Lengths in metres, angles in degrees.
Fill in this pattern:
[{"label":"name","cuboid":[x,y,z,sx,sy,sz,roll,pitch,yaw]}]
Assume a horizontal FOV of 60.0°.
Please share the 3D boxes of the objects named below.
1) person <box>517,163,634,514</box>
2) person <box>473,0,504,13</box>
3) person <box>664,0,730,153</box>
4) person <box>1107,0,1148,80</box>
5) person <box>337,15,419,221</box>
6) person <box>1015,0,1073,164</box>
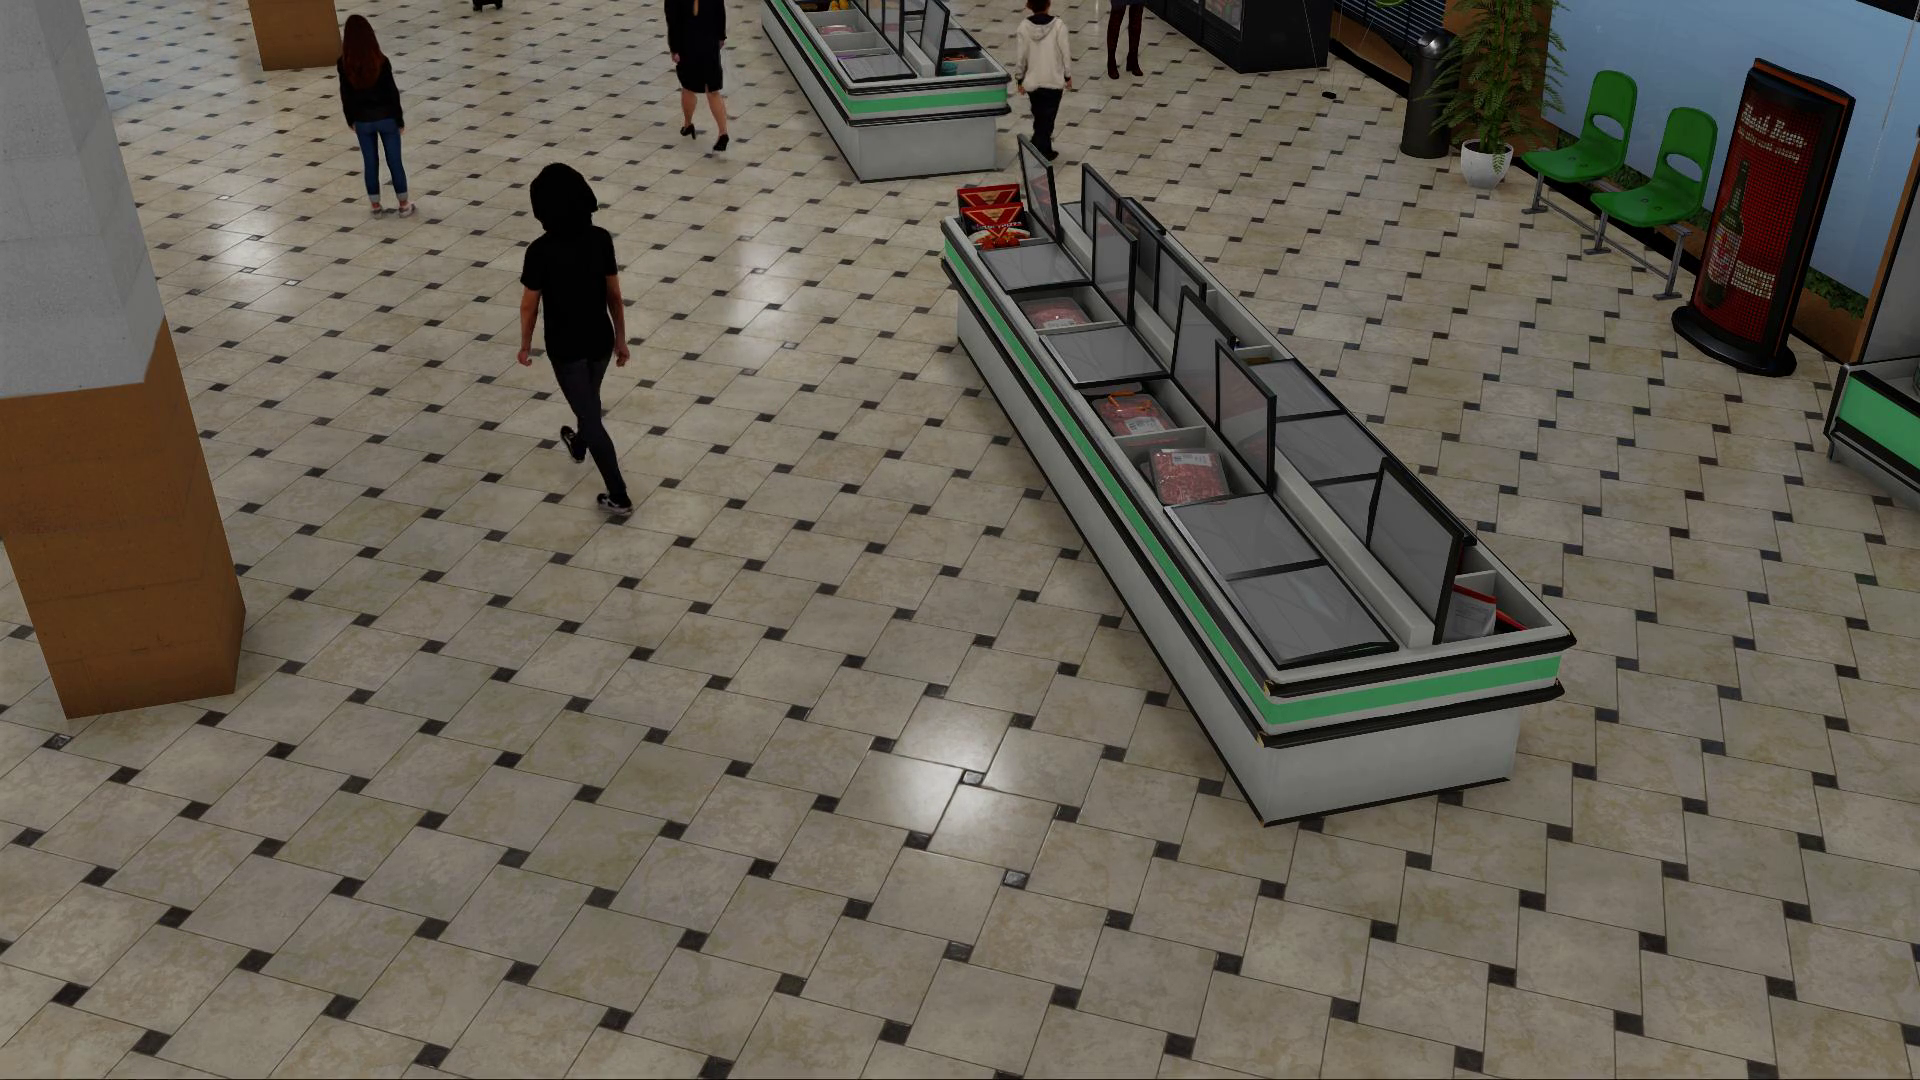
[{"label":"person","cuboid":[-1.891,-0.964,8.419,0.956,1.797,1.216,-23,39,-32]},{"label":"person","cuboid":[-5.005,-6.288,17.160,0.629,1.603,0.589,-15,35,-23]},{"label":"person","cuboid":[-2.048,-3.877,13.257,0.869,1.632,1.153,-17,36,-25]},{"label":"person","cuboid":[1.542,-5.090,15.132,0.595,1.711,0.534,-11,33,-17]},{"label":"person","cuboid":[-4.255,-3.067,12.097,0.583,1.482,0.530,-6,32,-9]},{"label":"person","cuboid":[0.619,-3.524,12.882,0.953,1.429,1.020,17,36,26]}]
